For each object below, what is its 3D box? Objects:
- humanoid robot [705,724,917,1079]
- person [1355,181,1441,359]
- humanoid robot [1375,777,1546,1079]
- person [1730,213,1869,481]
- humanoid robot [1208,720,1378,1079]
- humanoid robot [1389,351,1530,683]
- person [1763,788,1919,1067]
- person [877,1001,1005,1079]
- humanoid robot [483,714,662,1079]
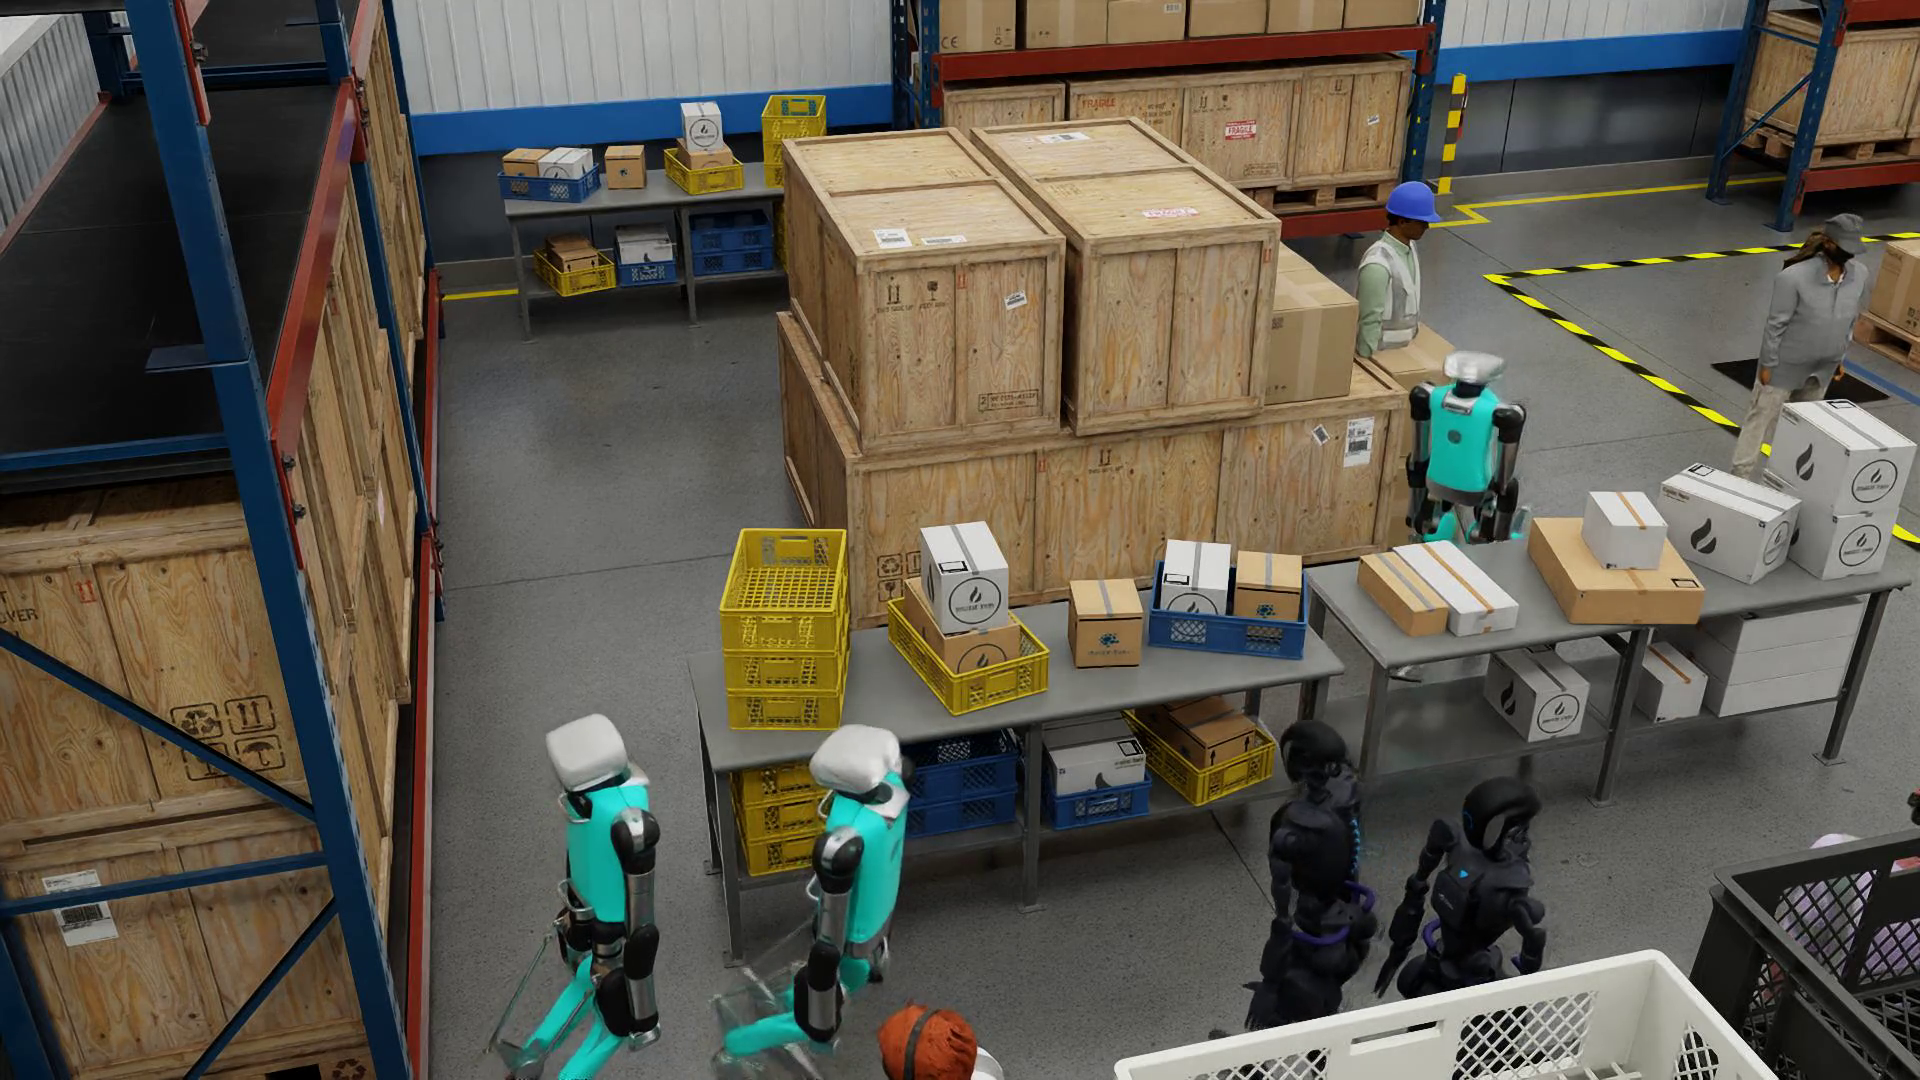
[{"bbox_3d":[-0.505,1.294,5.177,0.739,1.720,0.557,10,30,17],"label":"humanoid robot"},{"bbox_3d":[2.372,-1.058,9.310,0.412,1.939,0.602,17,33,28],"label":"person"},{"bbox_3d":[1.517,1.405,5.106,0.330,1.651,0.589,-13,31,-22],"label":"humanoid robot"},{"bbox_3d":[4.749,-1.011,9.393,0.564,1.769,0.394,-6,29,-11],"label":"person"},{"bbox_3d":[1.141,1.300,5.353,0.787,1.613,0.611,21,35,33],"label":"humanoid robot"},{"bbox_3d":[2.410,-0.122,7.837,0.543,1.725,1.072,23,36,35],"label":"humanoid robot"},{"bbox_3d":[2.586,1.429,4.705,0.611,2.030,0.402,23,36,35],"label":"person"},{"bbox_3d":[-0.028,1.861,4.063,0.361,1.885,0.573,3,29,6],"label":"person"},{"bbox_3d":[-1.216,1.360,5.049,0.679,1.731,0.533,-18,33,-29],"label":"humanoid robot"}]
